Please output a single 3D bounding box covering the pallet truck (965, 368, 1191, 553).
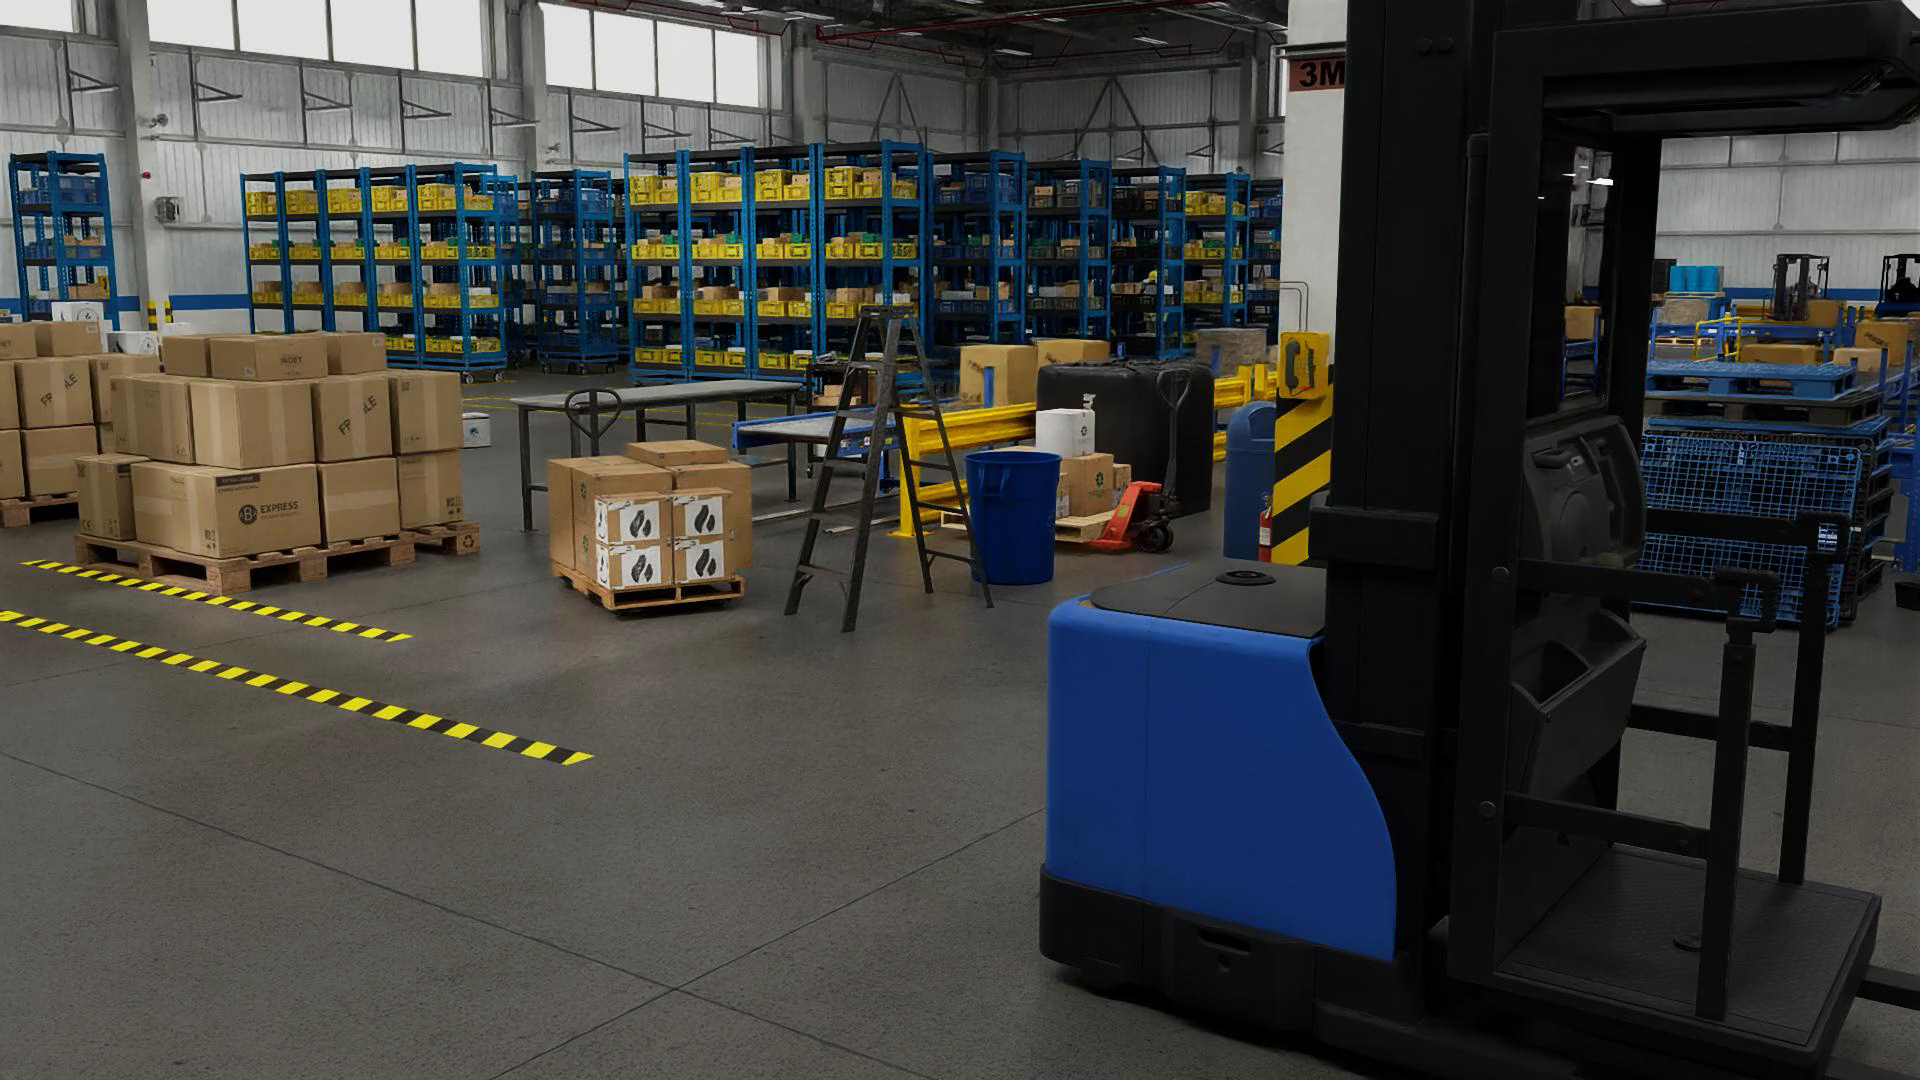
[{"bbox_3d":[0.845,-0.609,11.869,1.630,1.274,0.653,7,12,35],"label":"pallet truck"}]

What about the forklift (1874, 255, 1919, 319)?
[{"bbox_3d":[22.089,-5.634,38.796,1.157,1.987,2.680,6,11,33],"label":"forklift"}]

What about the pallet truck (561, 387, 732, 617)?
[{"bbox_3d":[-1.981,-0.274,10.088,0.680,1.201,1.601,-5,11,-28],"label":"pallet truck"}]

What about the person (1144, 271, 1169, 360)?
[{"bbox_3d":[3.786,-4.307,32.320,0.404,1.829,0.591,-9,13,-42],"label":"person"}]

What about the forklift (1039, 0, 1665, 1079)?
[{"bbox_3d":[1.249,-0.137,4.360,1.873,2.768,1.129,7,12,35],"label":"forklift"}]

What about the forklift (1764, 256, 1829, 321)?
[{"bbox_3d":[20.253,-5.854,40.139,1.157,1.987,2.680,7,12,35],"label":"forklift"}]

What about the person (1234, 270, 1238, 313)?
[{"bbox_3d":[7.401,-6.491,45.272,0.571,1.845,0.382,-7,12,-36],"label":"person"}]
